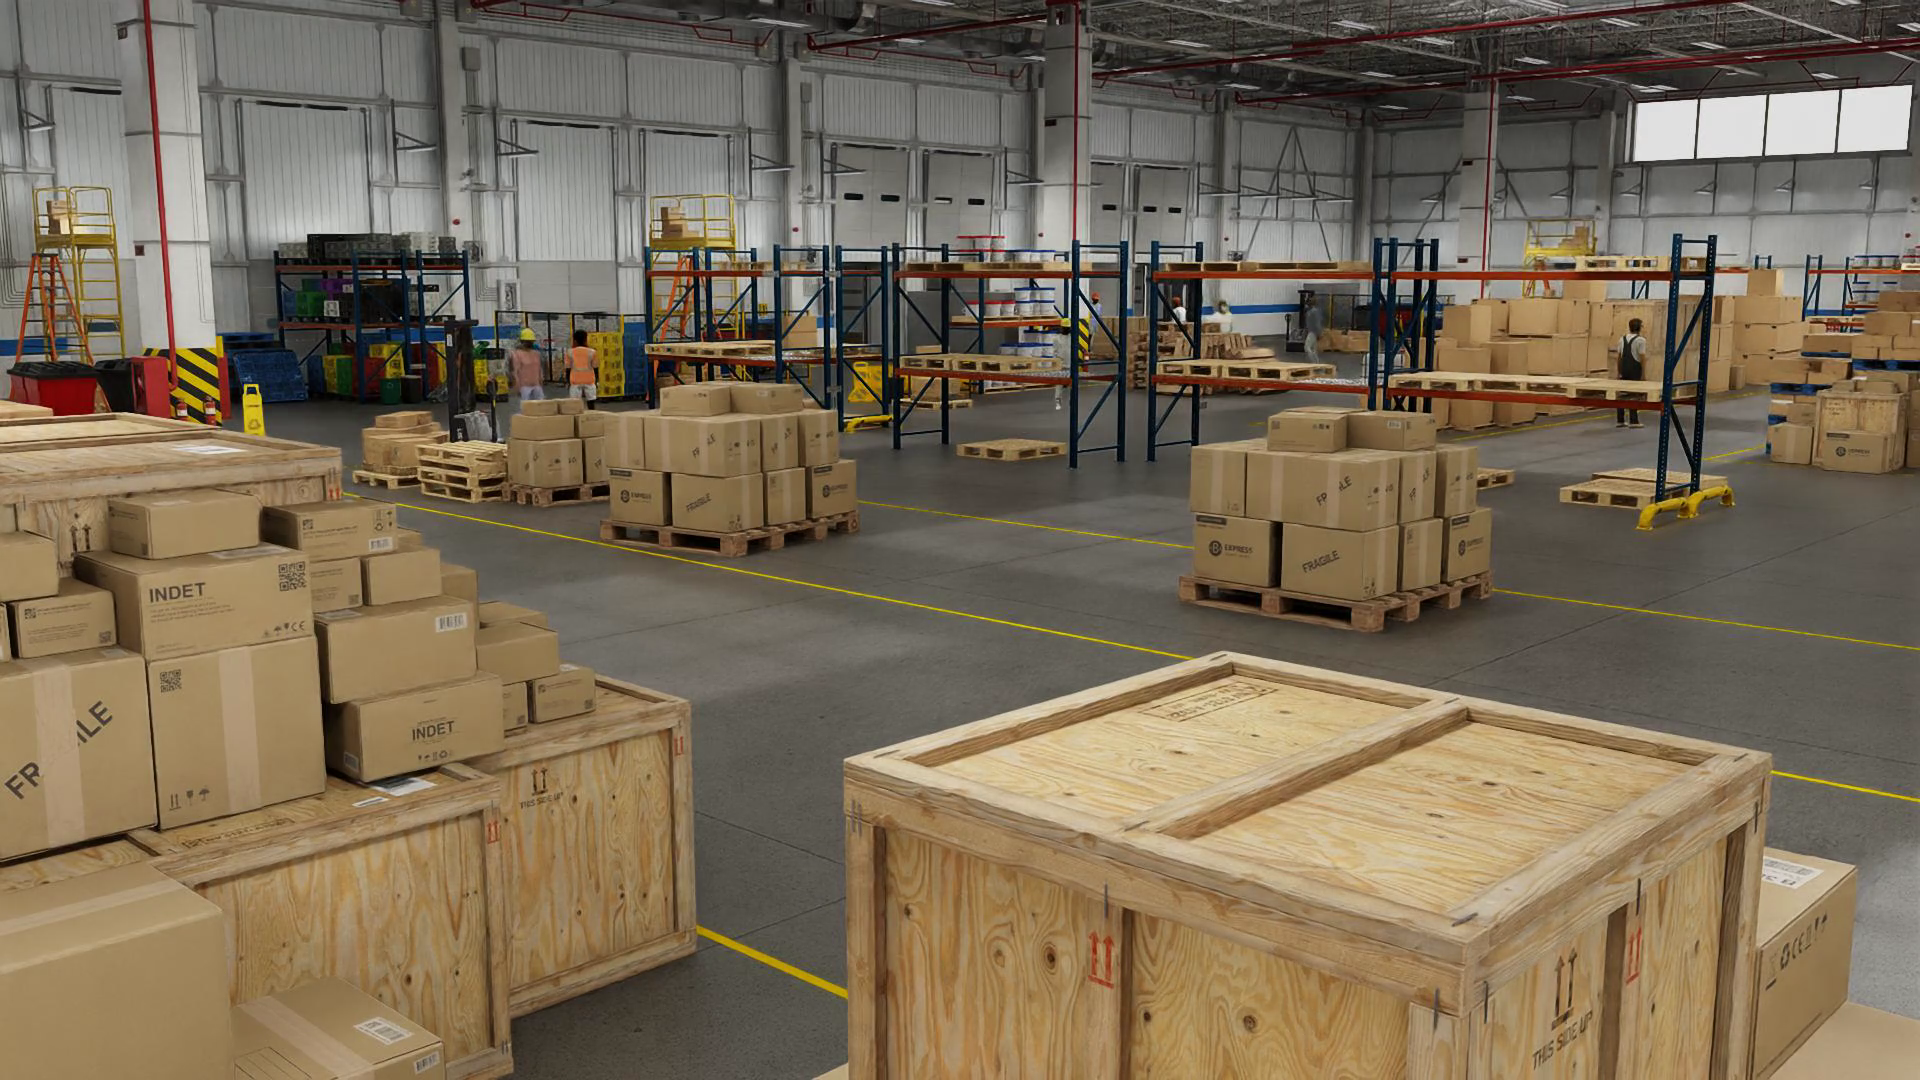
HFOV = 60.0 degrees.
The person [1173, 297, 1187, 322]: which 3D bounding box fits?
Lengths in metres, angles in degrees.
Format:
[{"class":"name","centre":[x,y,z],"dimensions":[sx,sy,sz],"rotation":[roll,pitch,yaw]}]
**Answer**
[{"class":"person","centre":[6.131,-5.857,46.541],"dimensions":[0.349,1.875,0.573],"rotation":[8,12,41]}]

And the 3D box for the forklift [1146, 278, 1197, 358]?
[{"class":"forklift","centre":[6.364,-6.425,46.939],"dimensions":[1.873,2.768,1.129],"rotation":[9,13,43]}]

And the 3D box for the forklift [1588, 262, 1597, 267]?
[{"class":"forklift","centre":[17.332,-6.212,45.631],"dimensions":[1.873,2.768,1.129],"rotation":[3,10,17]}]

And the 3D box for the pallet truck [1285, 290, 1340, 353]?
[{"class":"pallet truck","centre":[11.297,-6.951,52.861],"dimensions":[1.885,1.965,0.823],"rotation":[-5,11,-29]}]

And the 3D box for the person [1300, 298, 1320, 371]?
[{"class":"person","centre":[9.050,-5.323,43.150],"dimensions":[0.737,1.907,0.644],"rotation":[-1,9,-6]}]

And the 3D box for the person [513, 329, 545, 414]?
[{"class":"person","centre":[-6.508,-2.327,25.254],"dimensions":[0.512,1.748,0.557],"rotation":[7,12,37]}]

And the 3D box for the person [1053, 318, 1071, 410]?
[{"class":"person","centre":[1.989,-3.317,31.382],"dimensions":[0.484,1.737,0.322],"rotation":[0,9,1]}]

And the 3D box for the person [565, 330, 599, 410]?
[{"class":"person","centre":[-6.008,-2.498,26.473],"dimensions":[0.540,1.697,0.317],"rotation":[-2,9,-11]}]

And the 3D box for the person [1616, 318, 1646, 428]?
[{"class":"person","centre":[11.215,-2.782,27.776],"dimensions":[0.324,1.841,0.517],"rotation":[-6,11,-33]}]

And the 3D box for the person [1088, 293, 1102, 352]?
[{"class":"person","centre":[4.160,-6.654,51.269],"dimensions":[0.545,1.927,0.392],"rotation":[-4,10,-25]}]

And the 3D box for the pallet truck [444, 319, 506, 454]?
[{"class":"pallet truck","centre":[-6.981,-1.942,22.150],"dimensions":[1.885,1.965,0.823],"rotation":[1,9,9]}]

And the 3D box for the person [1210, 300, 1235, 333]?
[{"class":"person","centre":[6.261,-4.741,39.553],"dimensions":[0.649,1.916,0.446],"rotation":[-3,10,-20]}]
